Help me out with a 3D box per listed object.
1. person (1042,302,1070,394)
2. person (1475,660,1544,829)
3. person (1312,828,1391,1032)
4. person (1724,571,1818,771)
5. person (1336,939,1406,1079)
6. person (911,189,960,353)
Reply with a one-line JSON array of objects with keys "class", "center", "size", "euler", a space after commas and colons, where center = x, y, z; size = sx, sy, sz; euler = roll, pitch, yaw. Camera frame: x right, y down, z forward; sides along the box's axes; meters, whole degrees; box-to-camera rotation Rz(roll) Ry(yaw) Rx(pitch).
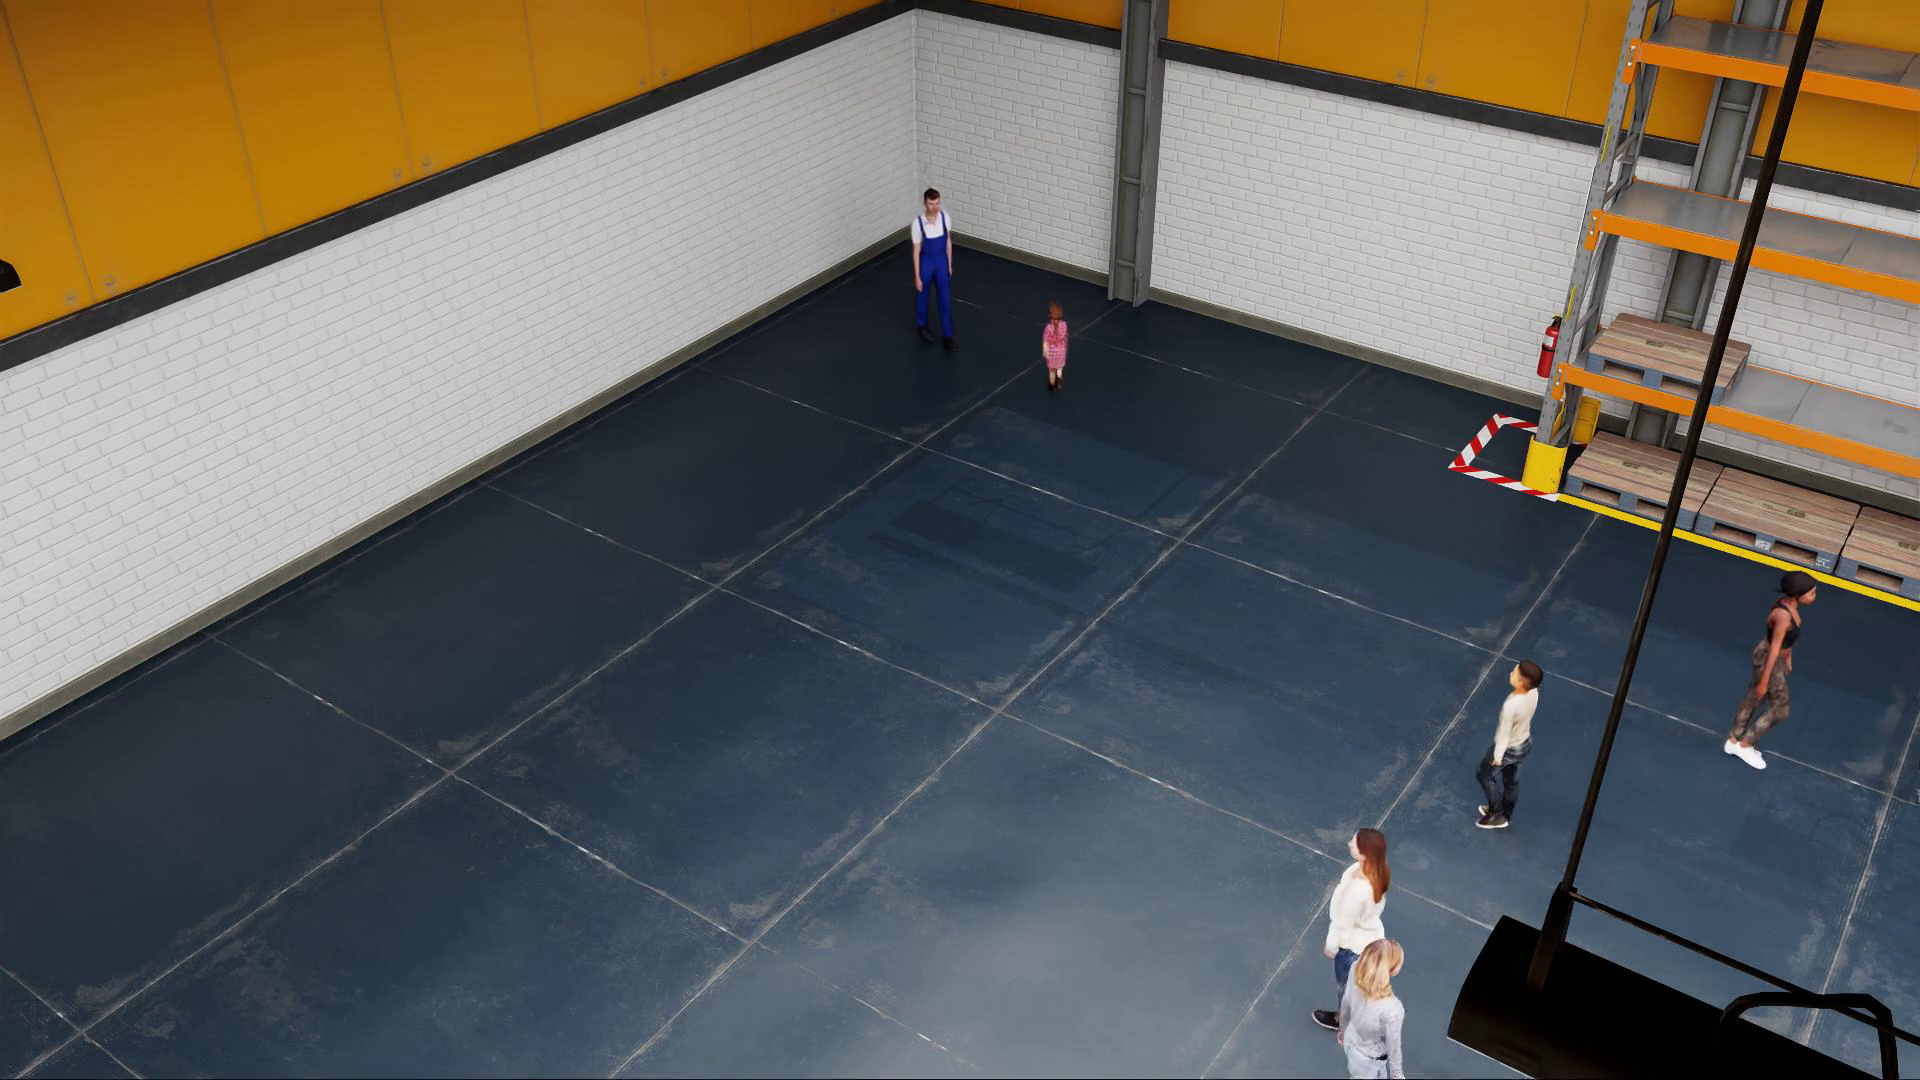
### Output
[{"class": "person", "center": [1.012, -1.986, 17.345], "size": [0.520, 1.018, 0.567], "euler": [-12, 36, -18]}, {"class": "person", "center": [3.948, 1.478, 11.737], "size": [0.590, 1.457, 0.593], "euler": [-26, 42, -34]}, {"class": "person", "center": [2.477, 2.434, 10.098], "size": [0.708, 1.681, 0.648], "euler": [19, 38, 26]}, {"class": "person", "center": [5.931, 0.926, 12.360], "size": [0.610, 1.688, 0.610], "euler": [18, 38, 25]}, {"class": "person", "center": [2.191, 2.903, 9.298], "size": [0.780, 1.785, 0.719], "euler": [-7, 34, -10]}, {"class": "person", "center": [-0.340, -3.007, 18.156], "size": [0.995, 1.822, 1.155], "euler": [-14, 36, -20]}]
